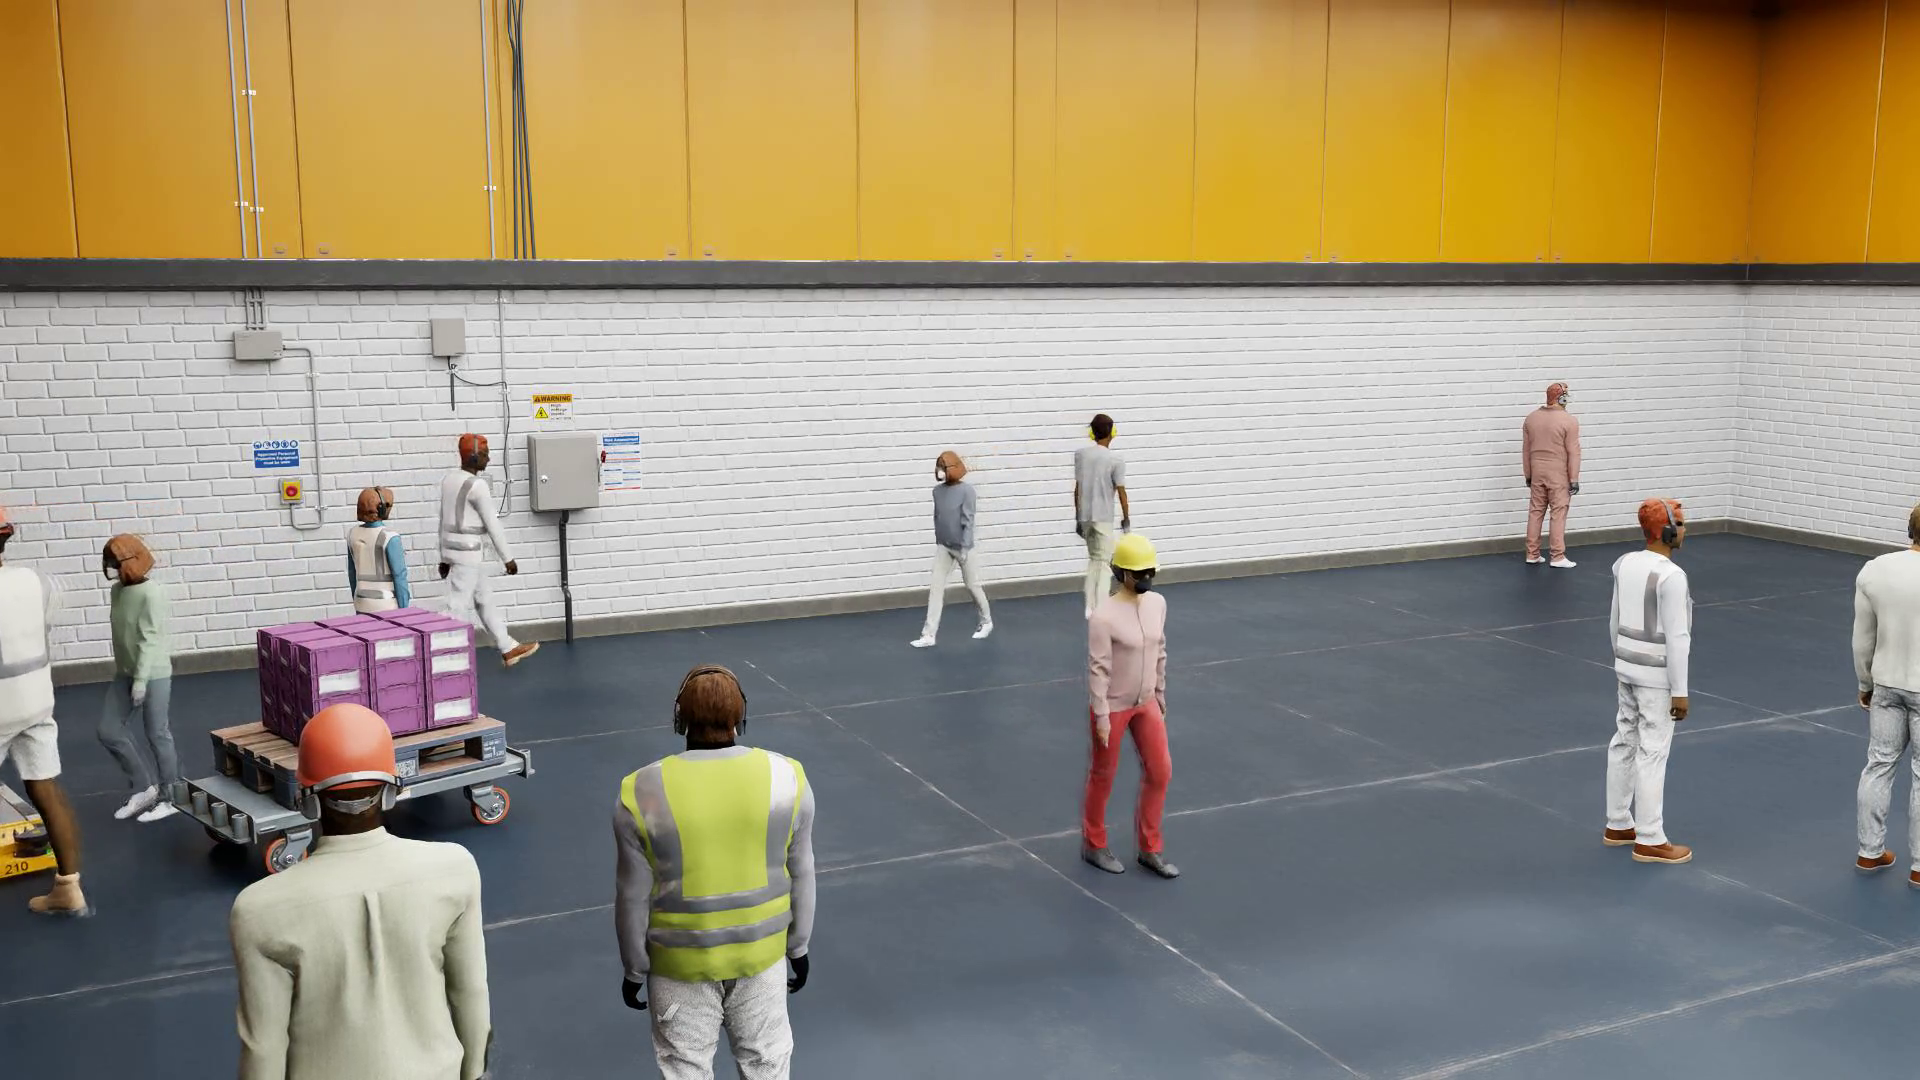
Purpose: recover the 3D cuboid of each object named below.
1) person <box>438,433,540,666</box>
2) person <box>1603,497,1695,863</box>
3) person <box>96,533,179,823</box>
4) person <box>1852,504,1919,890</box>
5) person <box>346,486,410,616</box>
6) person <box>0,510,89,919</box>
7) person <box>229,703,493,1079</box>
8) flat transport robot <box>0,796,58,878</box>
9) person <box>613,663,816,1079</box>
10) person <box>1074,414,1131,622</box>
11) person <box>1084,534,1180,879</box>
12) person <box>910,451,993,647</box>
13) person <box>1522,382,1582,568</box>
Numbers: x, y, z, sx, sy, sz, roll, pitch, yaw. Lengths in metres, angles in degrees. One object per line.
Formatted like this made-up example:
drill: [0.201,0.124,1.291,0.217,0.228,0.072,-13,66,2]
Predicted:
person: [-3.553,0.125,12.385,0.992,1.837,0.576,-7,12,-37]
person: [3.580,0.716,8.611,0.355,1.885,0.573,-2,9,-10]
person: [-4.526,0.765,9.124,0.494,1.612,0.431,5,11,30]
person: [4.732,0.751,8.224,0.368,1.939,0.633,-6,11,-32]
person: [-3.807,0.464,10.933,0.510,1.640,0.308,5,11,30]
person: [-4.506,0.794,7.753,0.829,2.005,0.629,3,10,18]
person: [-1.465,1.382,4.134,0.609,1.995,0.376,-7,11,-36]
flat transport robot: [-5.258,1.507,8.692,0.652,0.197,1.431,-8,12,-42]
person: [-0.759,1.289,5.188,0.627,1.844,0.429,-3,10,-19]
person: [1.173,-0.147,14.095,0.589,1.840,0.458,7,11,36]
person: [0.864,0.833,8.263,0.571,1.745,0.642,-7,12,-38]
person: [-0.028,0.058,13.587,0.510,1.591,0.843,8,12,41]
person: [6.110,-0.668,17.126,0.408,1.906,0.652,-6,11,-34]
